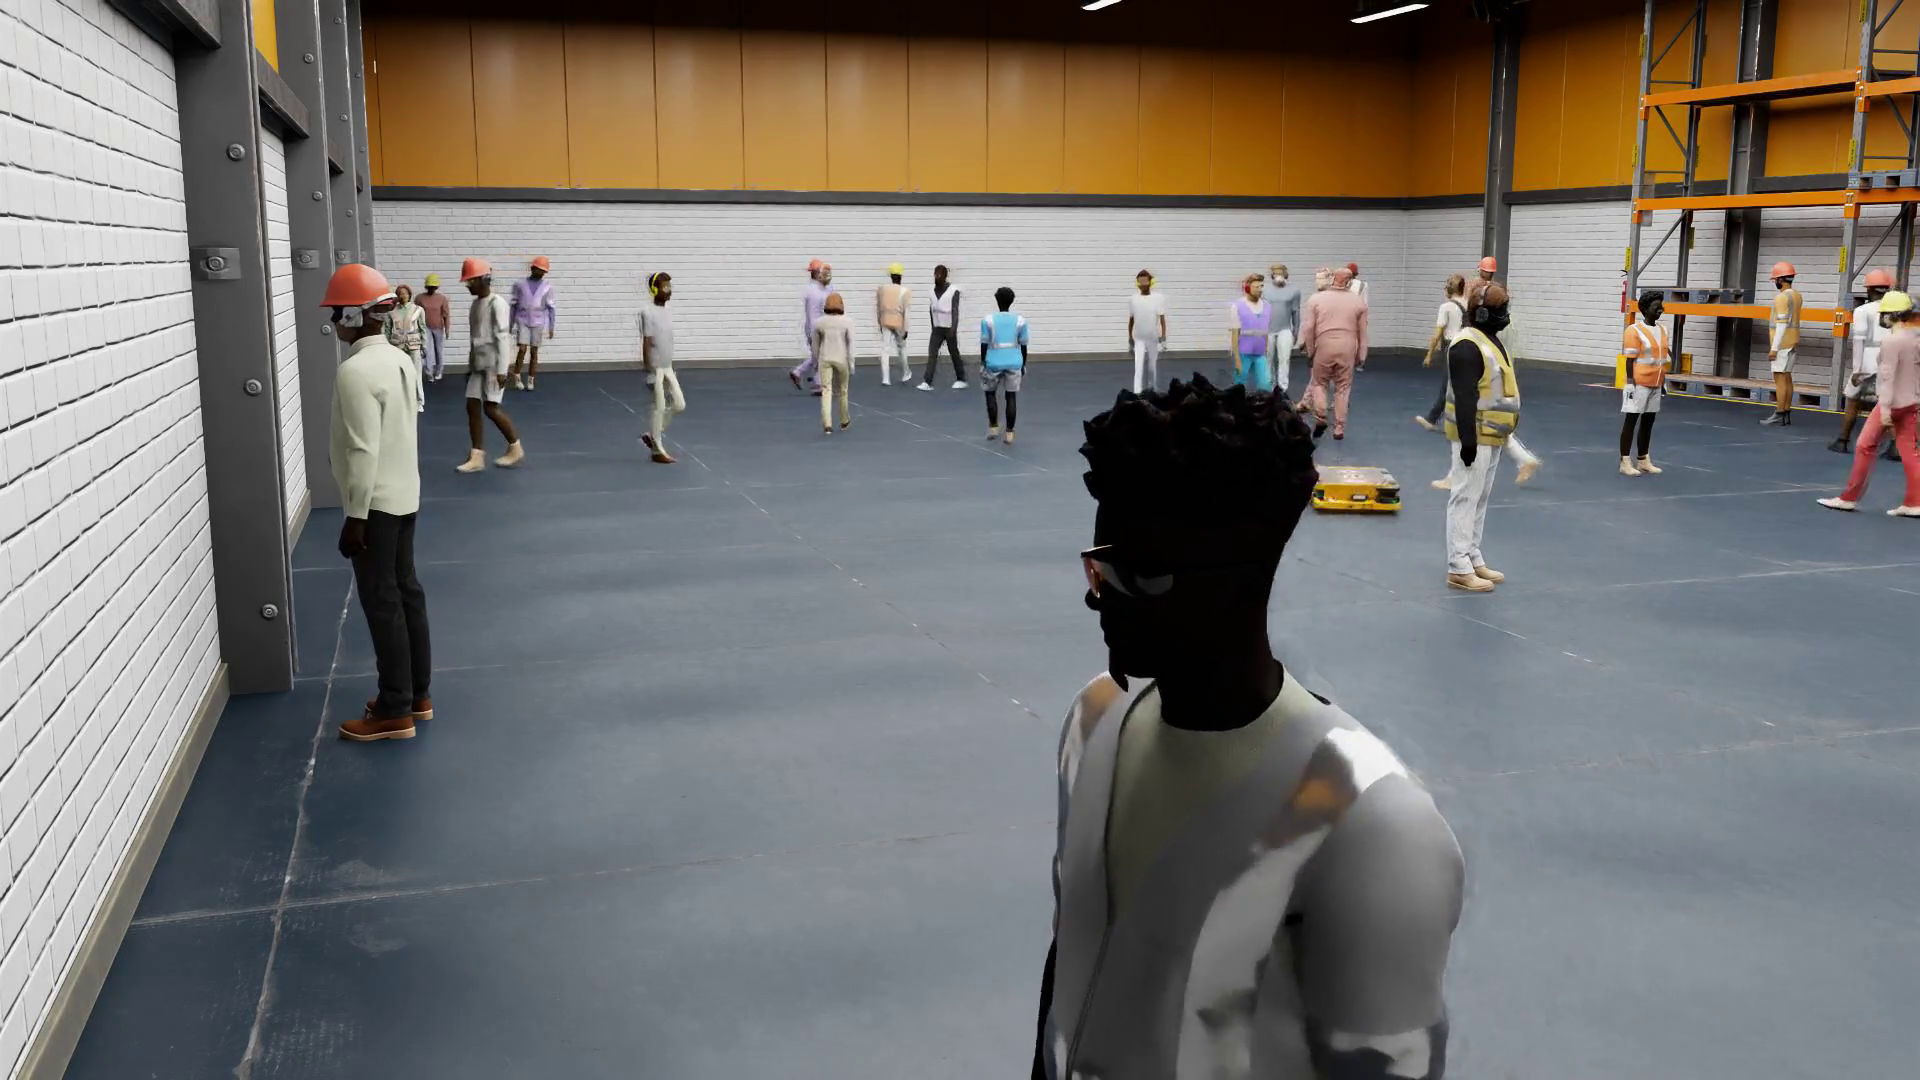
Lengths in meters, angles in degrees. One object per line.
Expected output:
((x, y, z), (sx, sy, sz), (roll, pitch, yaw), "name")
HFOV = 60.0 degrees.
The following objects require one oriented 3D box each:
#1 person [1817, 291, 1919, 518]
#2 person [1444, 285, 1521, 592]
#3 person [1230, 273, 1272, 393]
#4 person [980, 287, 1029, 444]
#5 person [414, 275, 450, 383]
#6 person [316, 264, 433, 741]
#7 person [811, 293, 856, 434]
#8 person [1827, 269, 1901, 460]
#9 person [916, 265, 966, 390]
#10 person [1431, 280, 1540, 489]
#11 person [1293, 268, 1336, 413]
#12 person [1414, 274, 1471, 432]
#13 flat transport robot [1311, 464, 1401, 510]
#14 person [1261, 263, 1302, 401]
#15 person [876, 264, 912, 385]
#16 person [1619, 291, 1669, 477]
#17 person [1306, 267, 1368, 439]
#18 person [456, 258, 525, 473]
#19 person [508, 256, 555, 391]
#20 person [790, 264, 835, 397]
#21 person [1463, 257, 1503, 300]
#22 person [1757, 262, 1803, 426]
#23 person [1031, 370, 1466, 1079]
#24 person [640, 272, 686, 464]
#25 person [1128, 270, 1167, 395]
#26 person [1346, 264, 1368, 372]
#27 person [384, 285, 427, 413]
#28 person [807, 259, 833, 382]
((7.172, -1.054, 12.955), (0.545, 1.732, 0.807), (-7, 12, -35), "person")
((3.186, -0.622, 10.159), (0.430, 1.845, 0.620), (6, 11, 31), "person")
((3.224, -1.982, 18.109), (0.582, 1.806, 0.833), (-6, 11, -30), "person")
((0.463, -1.878, 17.896), (0.547, 1.675, 0.572), (-1, 10, -8), "person")
((-8.426, -3.377, 26.527), (0.555, 1.700, 0.919), (-3, 10, -17), "person")
((-2.469, -0.156, 7.017), (0.390, 1.992, 0.624), (0, 10, 1), "person")
((-1.436, -2.012, 18.922), (0.518, 1.580, 0.850), (1, 10, 5), "person")
((9.155, -1.756, 16.617), (0.568, 1.888, 1.009), (-1, 10, -5), "person")
((-0.233, -3.167, 24.891), (0.594, 1.865, 1.015), (7, 12, 35), "person")
((4.567, -1.322, 14.312), (0.834, 1.813, 0.625), (3, 10, 17), "person")
((4.638, -2.553, 21.314), (1.018, 1.853, 0.666), (-5, 11, -26), "person")
((5.462, -2.057, 18.603), (0.546, 1.788, 0.976), (-7, 12, -33), "person")
((3.203, -0.439, 13.644), (0.652, 0.197, 1.431), (1, 10, 8), "flat transport robot")
((4.362, -2.844, 22.888), (0.643, 1.887, 1.014), (2, 10, 10), "person")
((-1.019, -3.353, 25.925), (0.591, 1.861, 1.035), (2, 10, 13), "person")
((6.292, -1.432, 15.271), (0.535, 1.697, 0.318), (-5, 11, -29), "person")
((4.134, -2.042, 18.265), (0.673, 1.885, 0.413), (2, 10, 9), "person")
((-4.479, -1.636, 15.579), (0.692, 1.995, 0.676), (-9, 13, -43), "person")
((-6.323, -3.187, 24.590), (0.693, 1.980, 0.490), (-3, 10, -15), "person")
((-2.095, -2.969, 23.628), (0.610, 1.881, 0.666), (1, 10, 4), "person")
((7.389, -2.998, 23.498), (0.611, 1.985, 0.393), (-2, 10, -11), "person")
((9.715, -2.312, 19.693), (0.374, 1.929, 0.542), (9, 13, 43), "person")
((0.297, 0.761, 1.918), (0.957, 1.929, 0.613), (-5, 11, -24), "person")
((-2.889, -1.661, 16.113), (0.406, 1.858, 0.552), (4, 10, 21), "person")
((2.438, -2.592, 21.655), (0.535, 1.825, 0.963), (2, 10, 12), "person")
((6.781, -3.853, 28.870), (0.580, 1.845, 0.916), (2, 10, 14), "person")
((-7.082, -2.441, 21.282), (0.524, 1.637, 0.306), (-1, 10, -8), "person")
((-2.260, -3.479, 26.421), (0.374, 1.935, 0.552), (6, 12, 33), "person")
